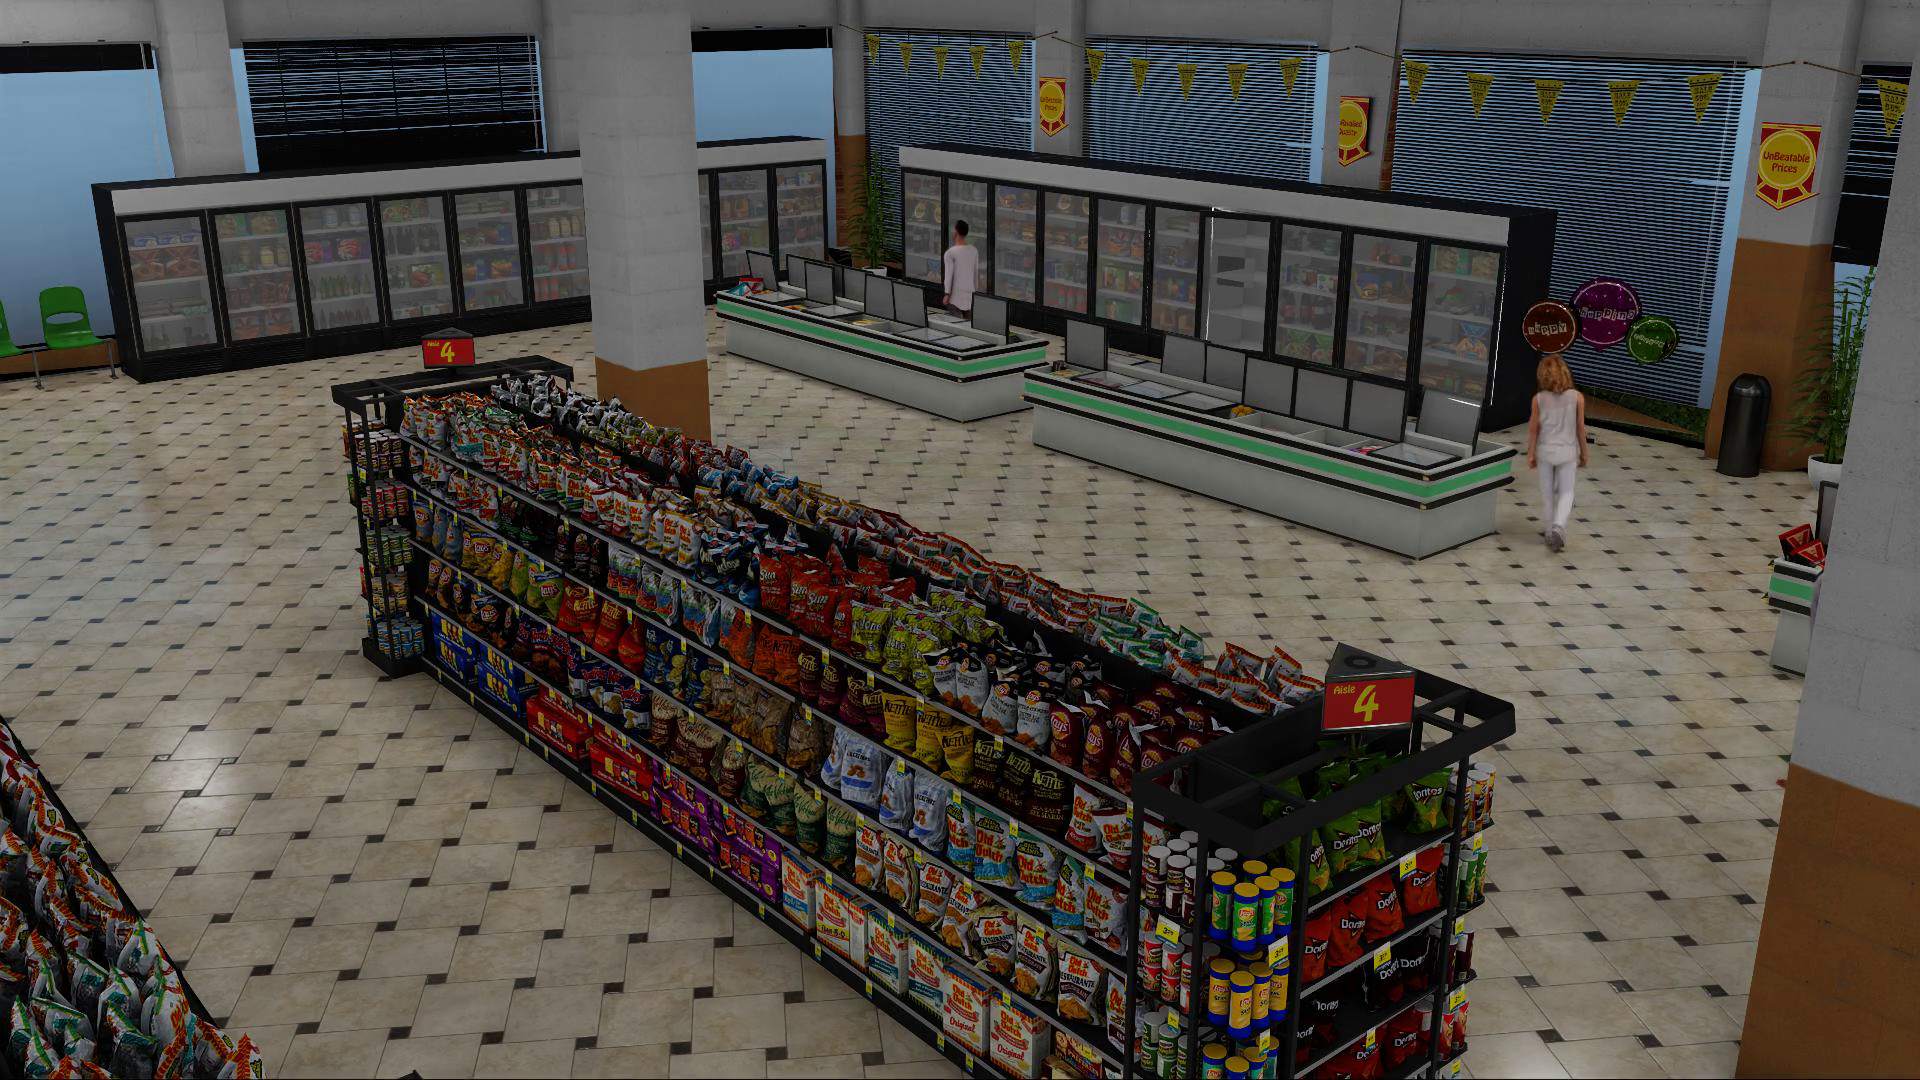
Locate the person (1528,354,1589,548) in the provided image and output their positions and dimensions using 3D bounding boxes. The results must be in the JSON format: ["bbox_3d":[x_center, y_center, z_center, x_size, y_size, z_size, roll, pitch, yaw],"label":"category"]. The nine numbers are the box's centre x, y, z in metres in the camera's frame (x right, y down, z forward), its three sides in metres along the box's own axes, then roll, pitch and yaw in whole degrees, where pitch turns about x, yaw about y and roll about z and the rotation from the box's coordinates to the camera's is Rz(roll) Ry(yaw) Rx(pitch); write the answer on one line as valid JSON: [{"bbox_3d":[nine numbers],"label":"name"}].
[{"bbox_3d":[5.004,-0.700,13.993,0.871,1.637,0.912,9,20,24],"label":"person"}]

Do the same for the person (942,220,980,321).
[{"bbox_3d":[0.025,-3.061,20.678,0.675,1.840,0.575,-13,23,-34],"label":"person"}]
